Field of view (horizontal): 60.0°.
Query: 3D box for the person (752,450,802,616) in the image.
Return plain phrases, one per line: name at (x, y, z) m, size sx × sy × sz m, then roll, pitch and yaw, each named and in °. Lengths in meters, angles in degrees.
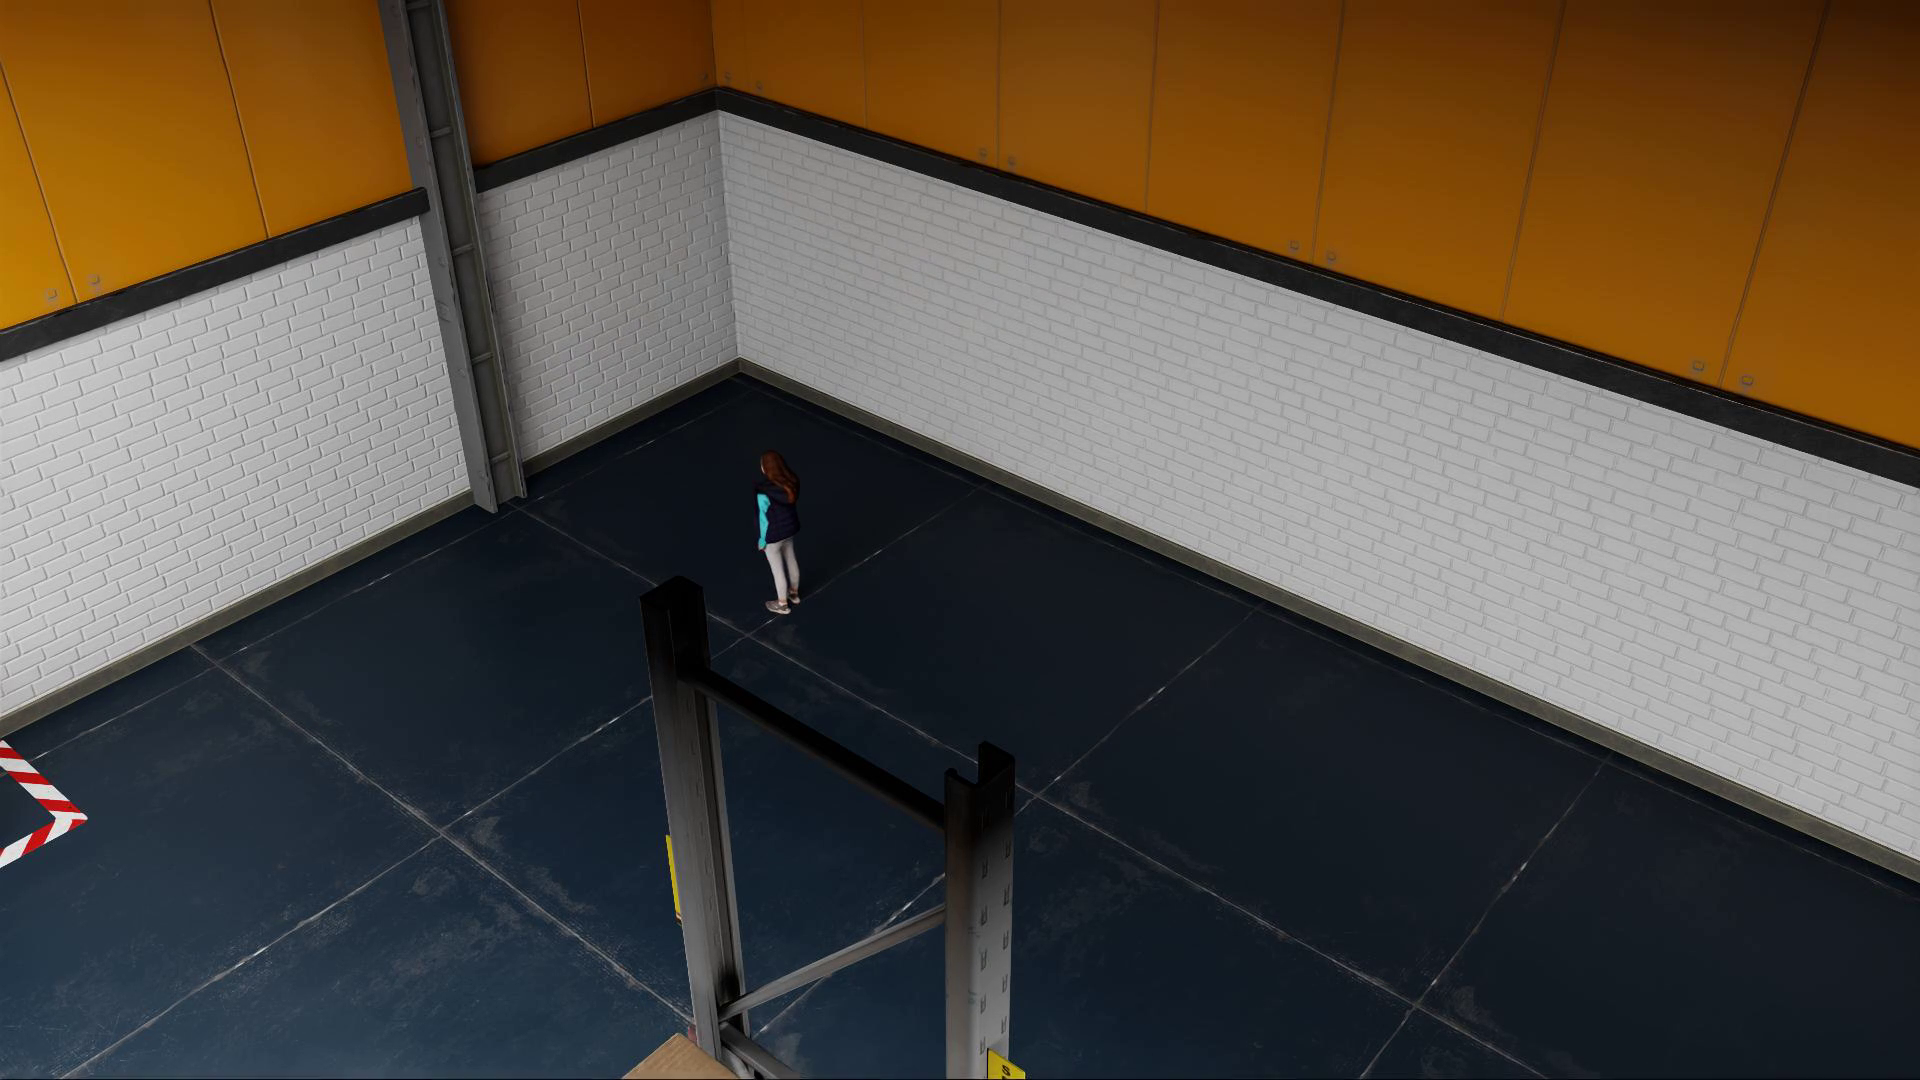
person at (-1.475, -0.077, 13.553) m, size 0.651 × 1.500 × 0.537 m, roll 20°, pitch 39°, yaw 28°
